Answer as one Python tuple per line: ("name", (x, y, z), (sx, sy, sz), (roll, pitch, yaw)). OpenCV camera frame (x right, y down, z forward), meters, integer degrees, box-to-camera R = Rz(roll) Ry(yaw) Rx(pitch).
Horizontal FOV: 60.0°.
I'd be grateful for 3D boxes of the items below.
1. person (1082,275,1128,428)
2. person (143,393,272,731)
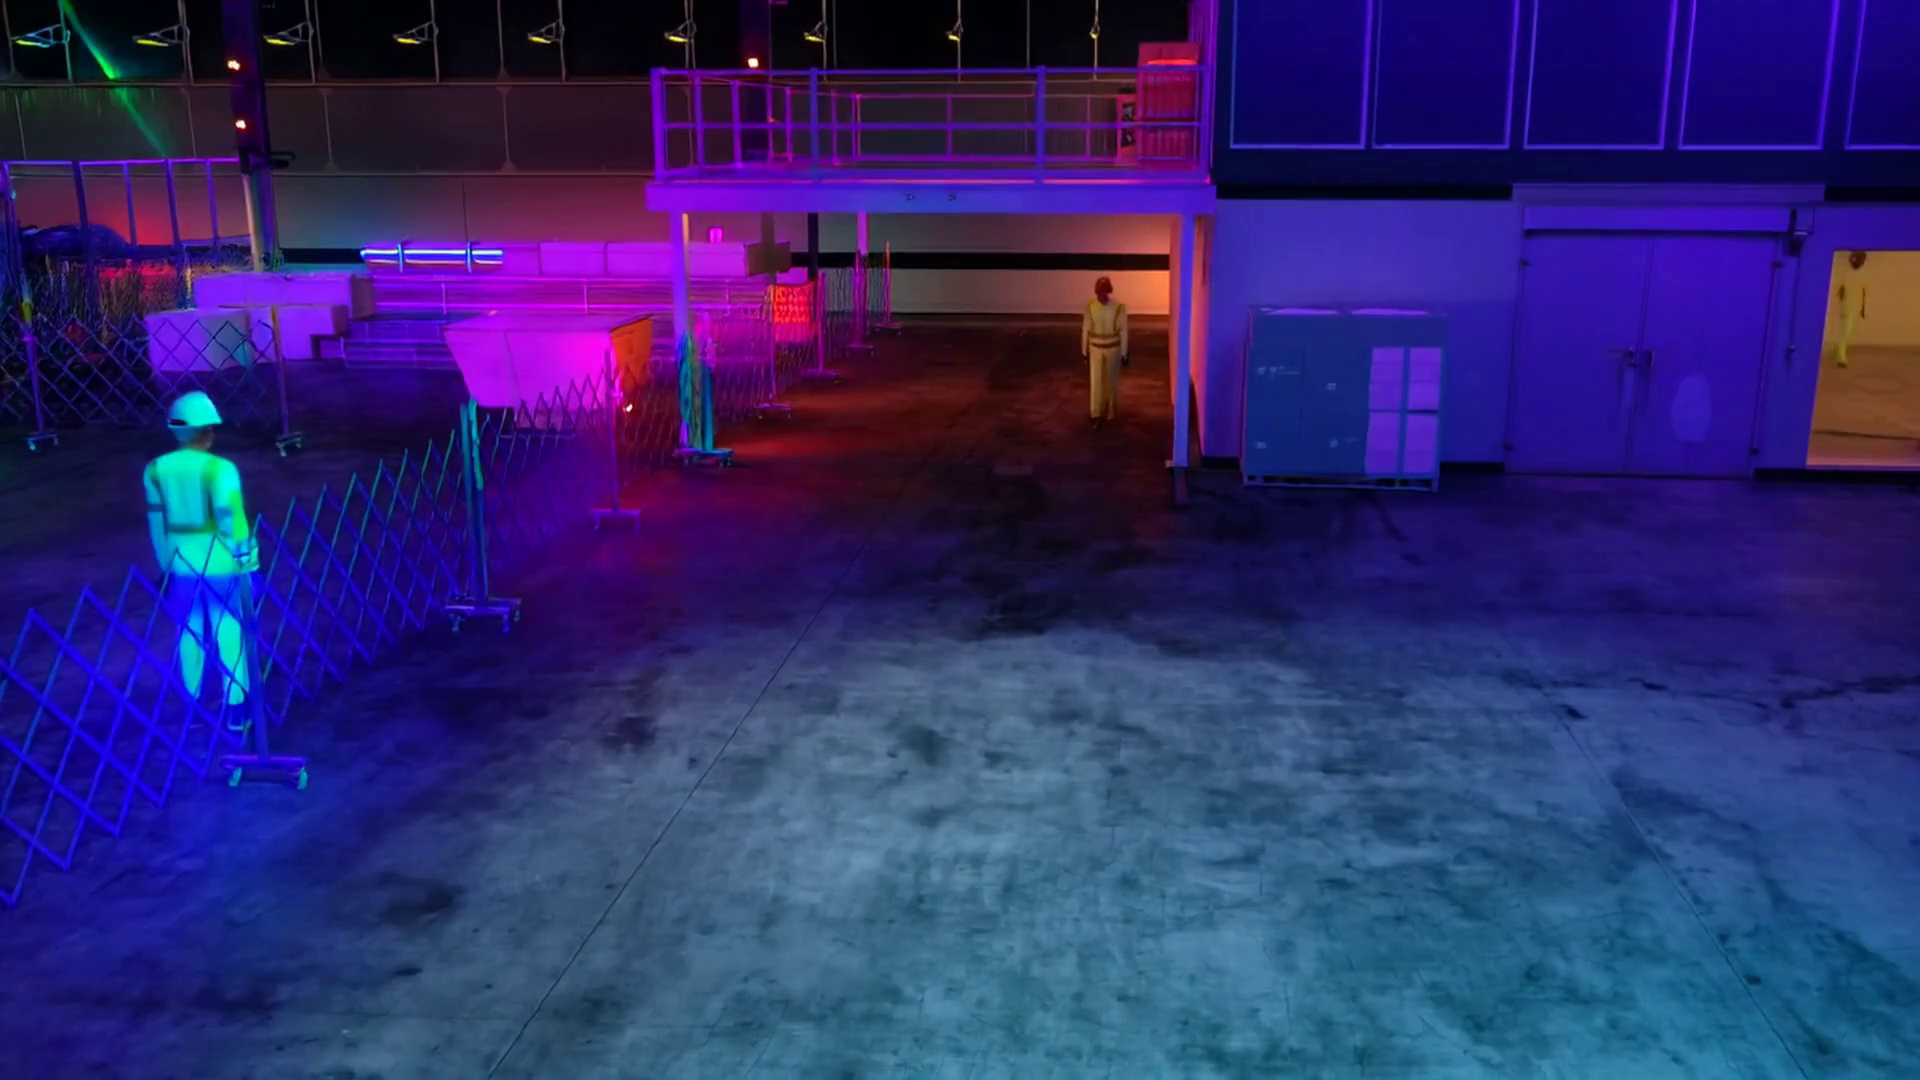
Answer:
("person", (1.795, -2.352, 20.555), (0.575, 1.853, 0.908), (3, 14, 11))
("person", (-4.517, 0.138, 9.974), (0.609, 2.043, 0.397), (3, 14, 12))
